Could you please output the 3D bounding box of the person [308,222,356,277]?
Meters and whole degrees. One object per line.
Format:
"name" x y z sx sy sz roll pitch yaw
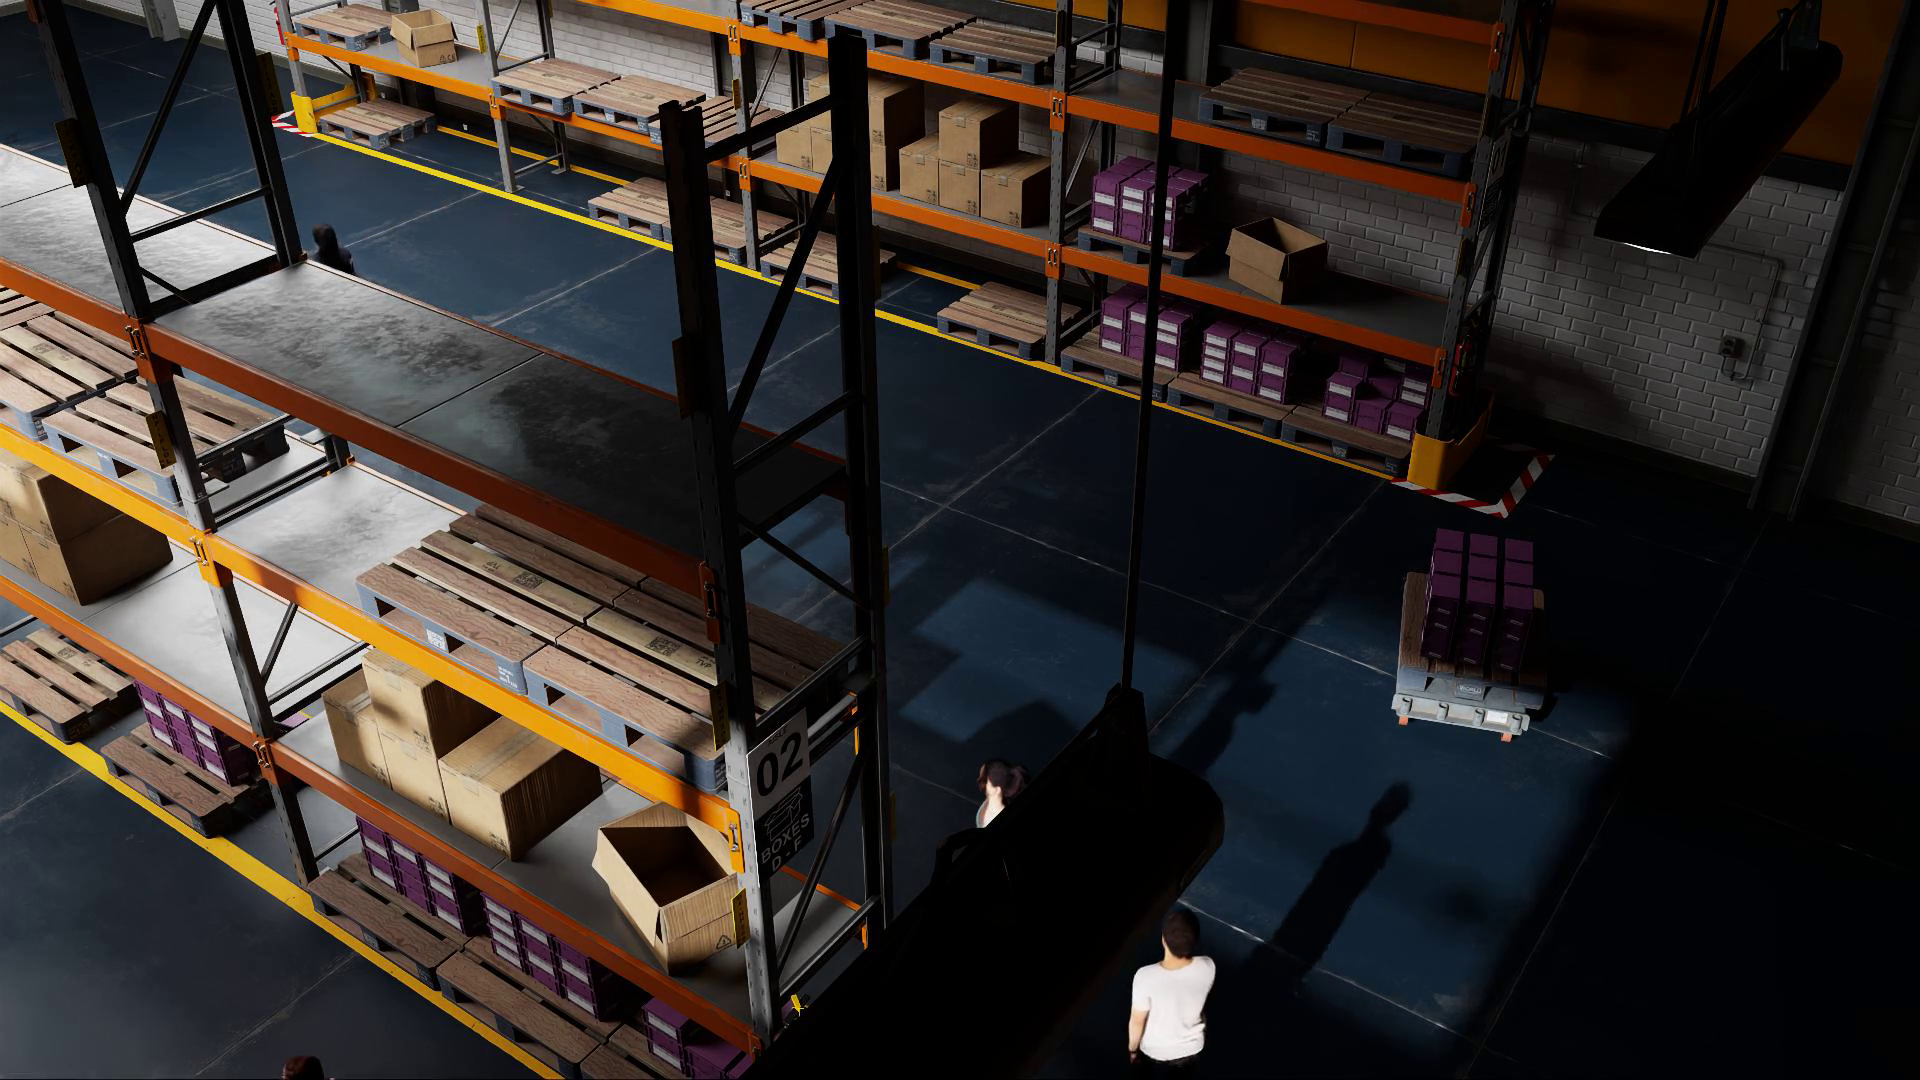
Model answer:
"person" -5.937 -2.200 15.986 0.764 1.720 0.931 -22 40 -30

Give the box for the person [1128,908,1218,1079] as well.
"person" 1.121 2.641 8.710 0.726 1.711 0.791 -5 34 -7

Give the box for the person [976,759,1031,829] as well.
"person" 0.210 1.964 9.682 0.732 1.764 0.690 -2 34 -3
